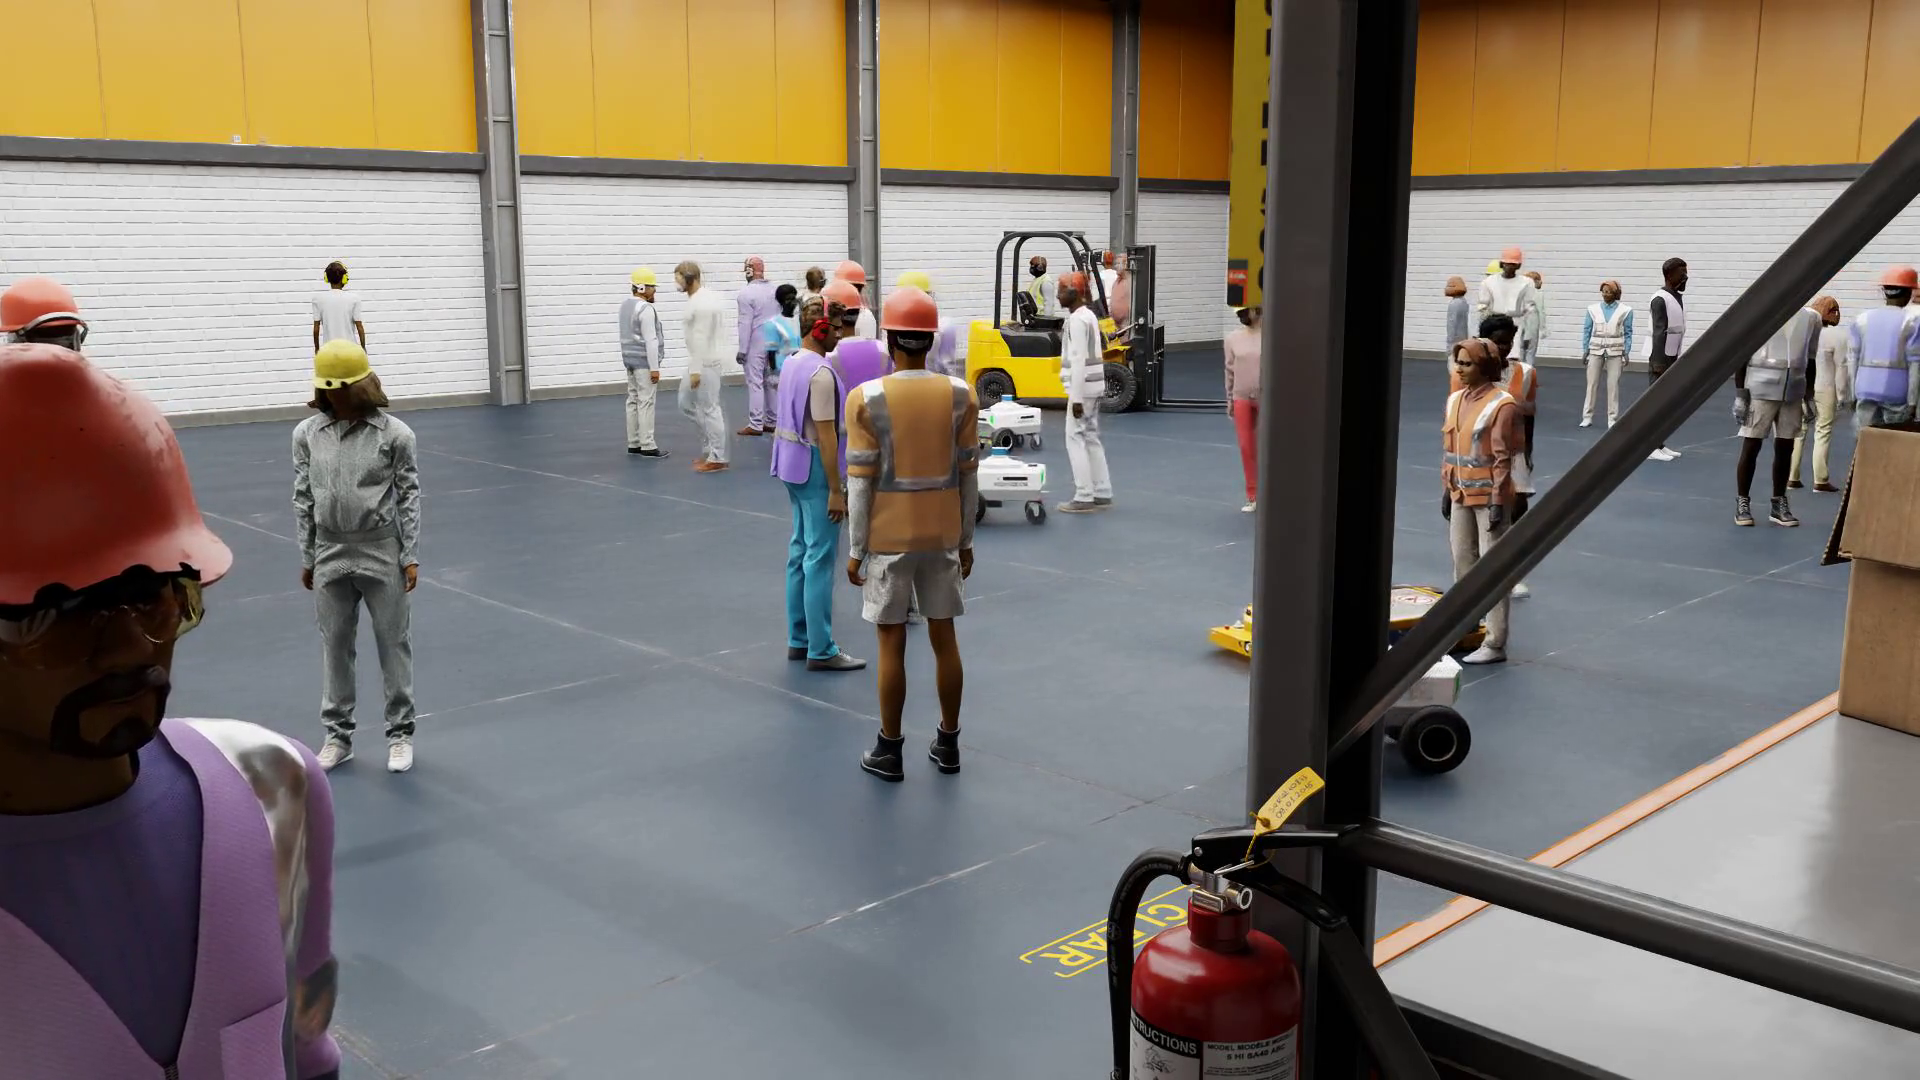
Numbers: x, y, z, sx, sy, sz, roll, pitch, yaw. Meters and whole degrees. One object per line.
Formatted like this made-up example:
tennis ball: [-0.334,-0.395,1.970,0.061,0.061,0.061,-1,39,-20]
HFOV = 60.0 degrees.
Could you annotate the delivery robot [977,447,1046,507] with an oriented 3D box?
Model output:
delivery robot: [0.286,-0.452,12.406,0.707,0.478,0.477,0,10,0]

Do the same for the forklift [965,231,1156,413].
forklift: [1.222,-2.721,20.561,2.313,2.155,1.214,2,11,13]

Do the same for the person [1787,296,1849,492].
person: [7.150,-1.214,13.876,0.281,1.634,0.498,-7,12,-32]

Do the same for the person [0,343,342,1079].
person: [-0.758,0.847,1.516,0.375,2.044,0.604,5,12,26]

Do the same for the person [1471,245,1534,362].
person: [6.273,-2.398,19.297,0.668,2.001,0.798,5,11,25]

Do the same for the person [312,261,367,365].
person: [-6.306,-1.892,16.943,0.537,1.864,0.314,-1,10,-7]

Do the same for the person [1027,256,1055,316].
person: [1.110,-3.052,23.331,0.430,1.844,0.624,-3,11,-14]

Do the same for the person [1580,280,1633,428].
person: [7.172,-2.054,18.449,0.515,1.636,0.315,6,12,28]

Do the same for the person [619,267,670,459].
person: [-3.032,-1.692,15.954,0.403,1.823,0.600,-8,13,-36]

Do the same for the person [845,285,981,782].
person: [-0.194,-0.018,6.523,0.545,1.938,0.361,-4,11,-21]

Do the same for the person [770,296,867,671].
person: [-0.722,-0.274,8.192,0.390,1.838,0.563,-5,11,-24]

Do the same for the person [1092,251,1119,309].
person: [2.282,-3.491,25.616,0.575,1.881,0.356,-4,11,-19]

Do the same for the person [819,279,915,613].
person: [-0.603,-0.505,9.306,0.555,1.902,0.946,-7,12,-33]

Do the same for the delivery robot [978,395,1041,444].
delivery robot: [0.463,-1.189,16.425,0.707,0.478,0.477,-9,14,-40]

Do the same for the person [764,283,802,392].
person: [-1.615,-1.601,15.854,0.454,1.680,0.551,10,14,44]

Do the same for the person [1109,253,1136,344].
person: [2.139,-2.783,21.732,0.400,1.901,0.680,-4,11,-22]

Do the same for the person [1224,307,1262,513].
person: [2.327,-1.102,12.998,0.527,1.734,0.604,5,12,26]

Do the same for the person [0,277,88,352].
person: [-3.053,0.103,5.710,0.388,1.990,0.624,3,11,16]

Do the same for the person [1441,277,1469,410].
person: [6.073,-2.399,20.376,0.346,1.614,0.590,7,13,34]

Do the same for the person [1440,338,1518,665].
person: [2.591,-0.197,8.343,0.324,1.626,0.509,-4,11,-20]

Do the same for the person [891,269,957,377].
person: [-0.227,-1.007,12.034,0.586,1.903,0.733,8,13,36]

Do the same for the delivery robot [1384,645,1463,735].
delivery robot: [1.655,0.580,6.769,0.707,0.478,0.477,1,10,1]

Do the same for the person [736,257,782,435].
person: [-2.177,-2.071,17.817,0.410,1.905,0.640,6,12,31]

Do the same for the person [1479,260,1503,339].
person: [6.521,-2.497,20.331,0.586,1.833,0.404,-9,14,-40]

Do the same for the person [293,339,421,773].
person: [-2.380,0.075,6.576,0.487,1.733,0.326,0,10,-1]

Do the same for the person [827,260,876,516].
person: [-0.841,-1.158,12.728,0.354,1.942,0.543,-5,12,-28]

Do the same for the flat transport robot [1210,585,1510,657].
flat transport robot: [2.073,0.436,8.598,1.431,0.197,0.652,-5,12,-26]

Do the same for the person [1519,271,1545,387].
person: [8.027,-2.964,23.423,0.291,1.633,0.502,-4,11,-22]

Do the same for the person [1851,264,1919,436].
person: [6.988,-1.108,12.538,0.496,1.920,0.544,-9,13,-39]

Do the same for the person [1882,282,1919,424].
person: [10.525,-2.048,18.443,0.636,1.622,0.509,-1,10,-4]

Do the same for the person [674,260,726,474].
person: [-2.320,-1.549,14.932,0.432,1.912,0.669,-3,11,-18]

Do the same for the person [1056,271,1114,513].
person: [0.970,-1.135,12.838,0.489,1.861,0.581,3,11,14]

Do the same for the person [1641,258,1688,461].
person: [6.742,-1.731,15.915,0.392,1.920,0.591,8,13,36]

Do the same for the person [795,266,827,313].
person: [-1.427,-1.794,16.522,0.523,1.832,0.393,7,13,35]

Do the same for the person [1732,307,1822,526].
person: [6.007,-1.075,12.220,0.649,1.961,0.375,0,10,2]

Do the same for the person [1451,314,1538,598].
person: [3.141,-0.482,9.762,0.545,1.669,0.695,0,10,0]
